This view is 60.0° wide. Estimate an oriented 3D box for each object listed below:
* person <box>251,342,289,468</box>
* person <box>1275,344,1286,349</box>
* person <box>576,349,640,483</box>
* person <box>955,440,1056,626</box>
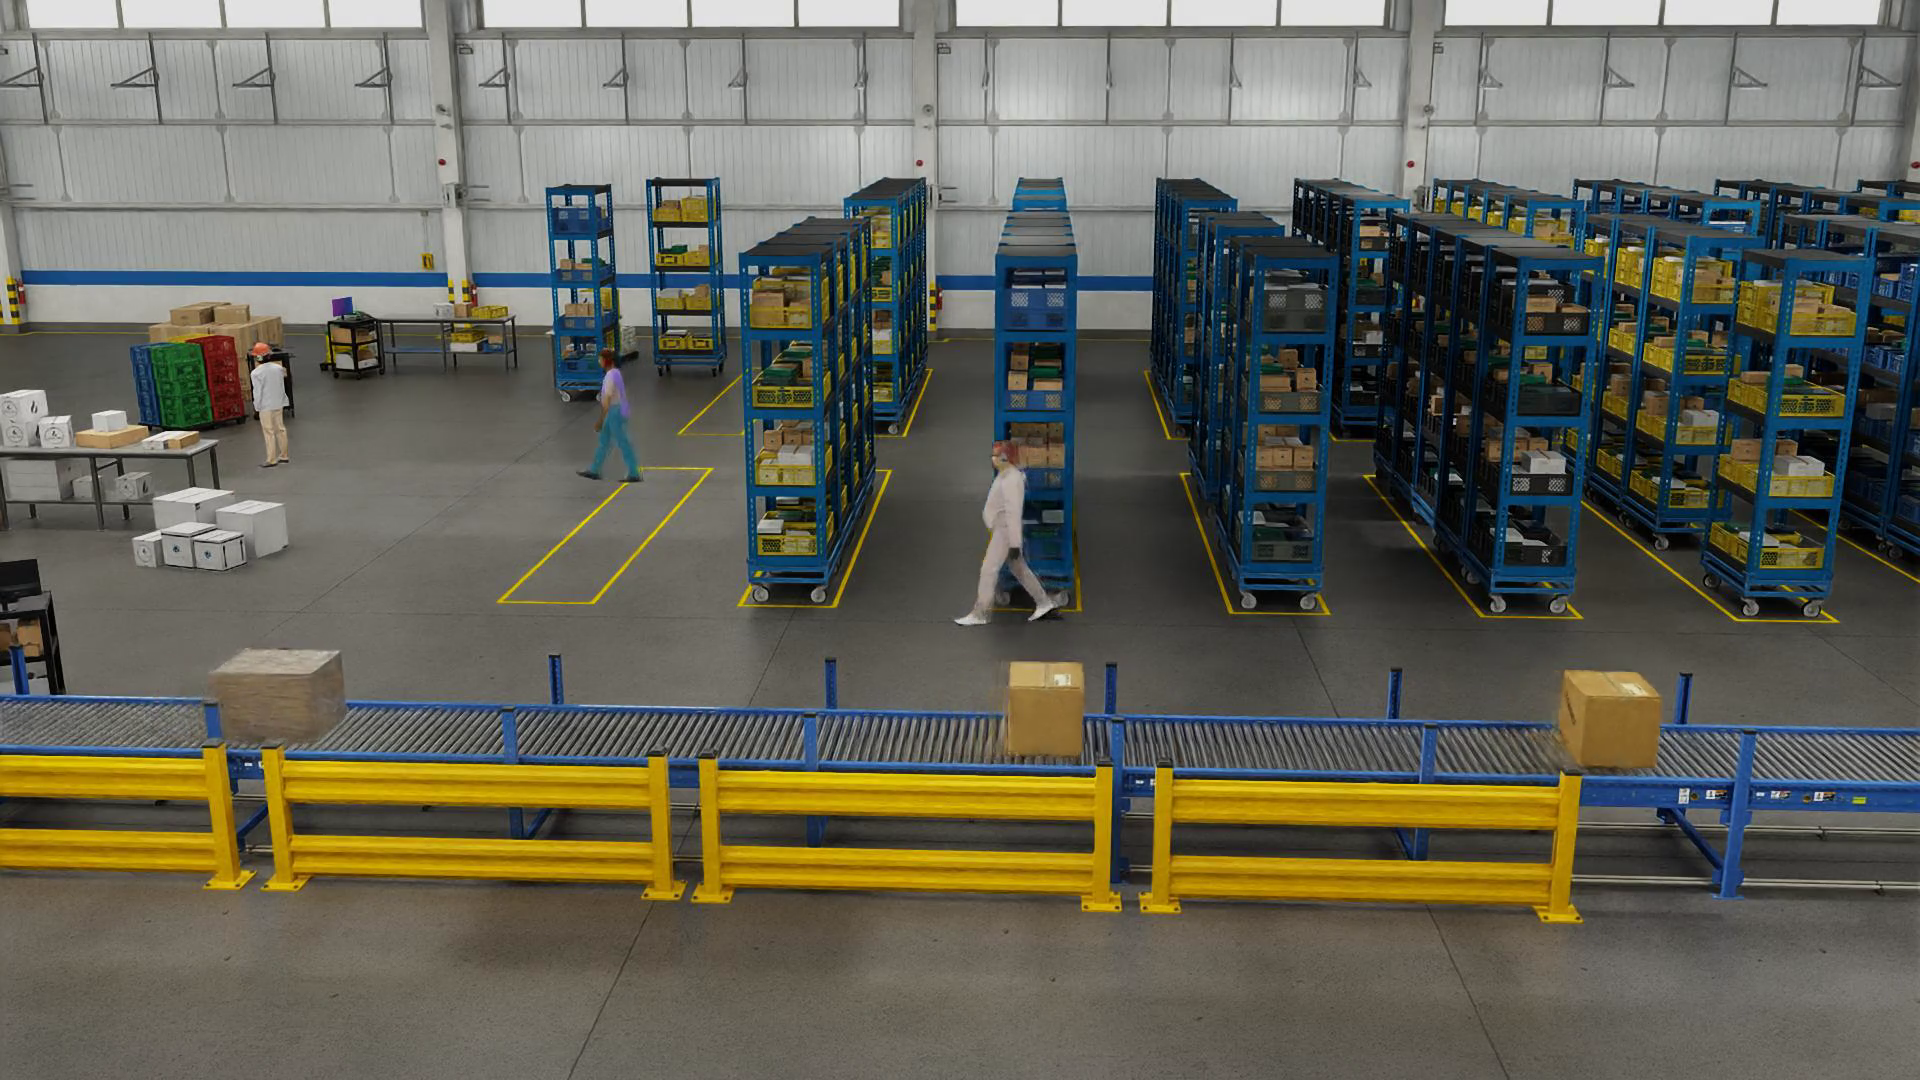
[{"bbox_3d":[-9.647,-1.886,23.209,0.320,1.755,0.563,5,16,19],"label":"person"},{"bbox_3d":[6.035,-4.268,31.962,0.786,1.805,0.591,-2,15,-7],"label":"person"},{"bbox_3d":[-4.738,-1.642,22.213,0.918,1.800,0.597,-2,15,-9],"label":"person"},{"bbox_3d":[0.481,-0.072,16.282,0.980,1.865,0.657,0,15,0],"label":"person"}]
